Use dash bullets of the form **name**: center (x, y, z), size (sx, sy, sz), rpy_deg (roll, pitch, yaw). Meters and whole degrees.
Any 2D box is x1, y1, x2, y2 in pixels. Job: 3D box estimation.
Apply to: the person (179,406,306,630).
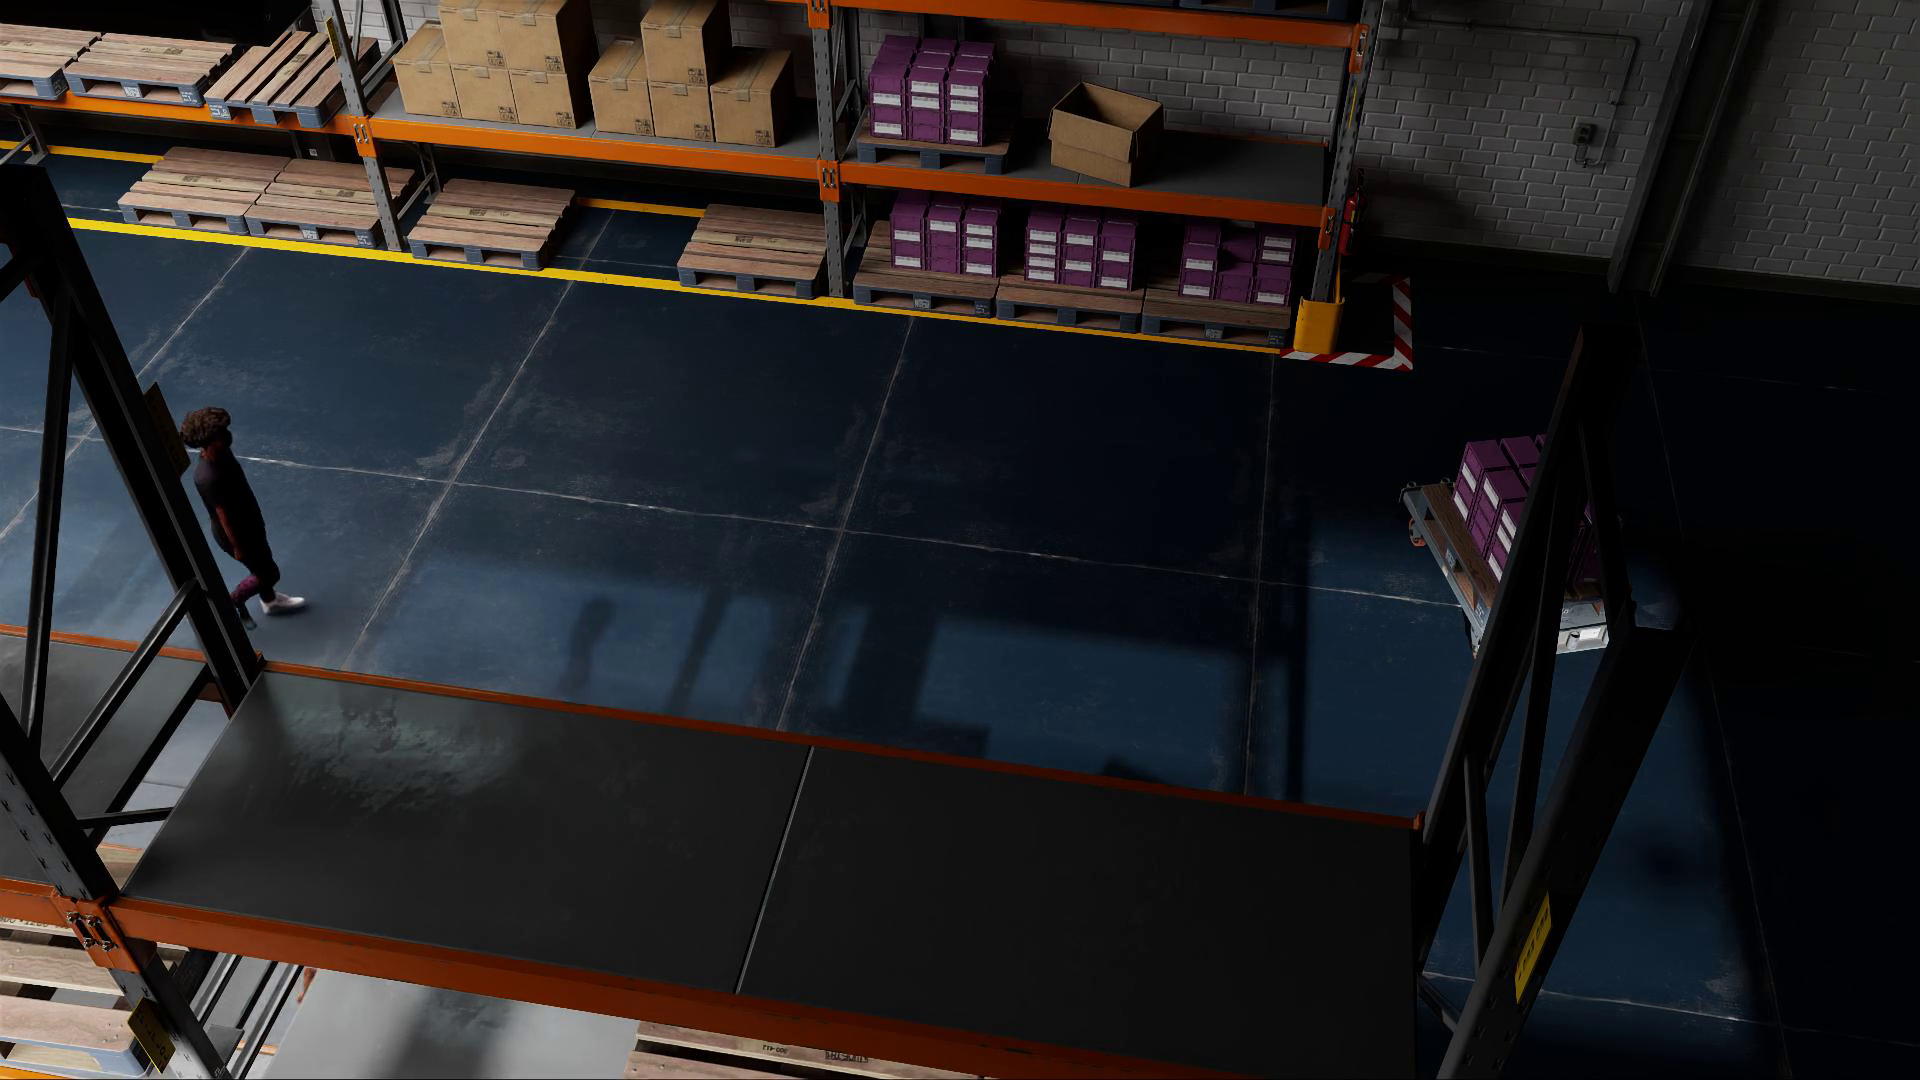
- **person**: center (-4.781, -0.107, 10.833), size (0.849, 1.767, 0.767), rpy_deg (-8, 44, -8)
